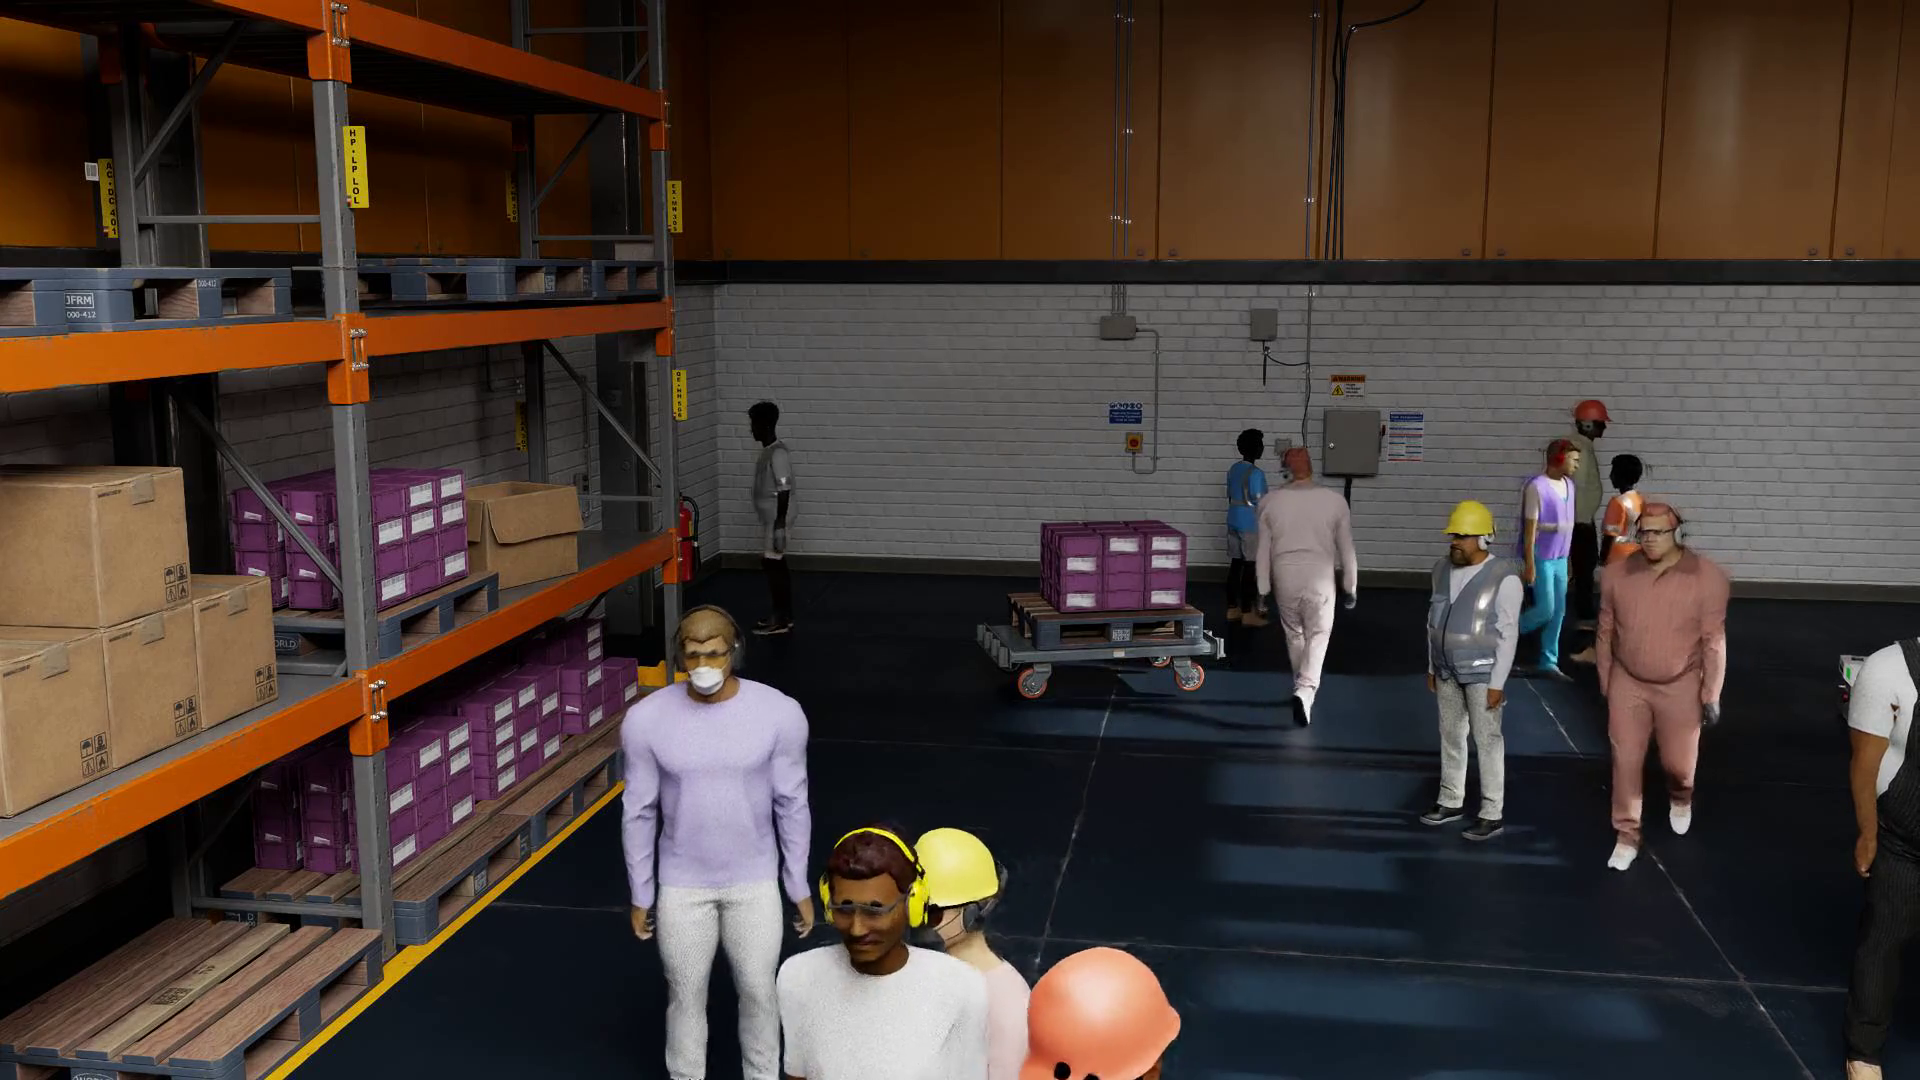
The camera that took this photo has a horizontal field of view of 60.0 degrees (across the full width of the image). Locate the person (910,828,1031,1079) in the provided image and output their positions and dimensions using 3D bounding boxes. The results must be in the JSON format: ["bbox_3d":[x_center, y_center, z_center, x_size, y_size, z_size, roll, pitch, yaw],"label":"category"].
[{"bbox_3d":[0.094,1.520,4.053,0.816,1.736,0.517,-6,11,-32],"label":"person"}]

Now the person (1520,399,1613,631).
[{"bbox_3d":[5.124,-0.204,13.962,0.719,1.974,0.624,5,10,26],"label":"person"}]

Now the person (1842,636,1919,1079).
[{"bbox_3d":[3.579,1.055,5.989,0.675,2.000,0.537,1,9,8],"label":"person"}]

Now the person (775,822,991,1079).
[{"bbox_3d":[-0.164,1.511,3.814,0.523,1.840,0.696,2,9,12],"label":"person"}]

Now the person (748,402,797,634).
[{"bbox_3d":[-1.557,-0.179,13.918,0.387,1.948,0.664,-2,9,-12],"label":"person"}]

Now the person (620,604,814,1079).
[{"bbox_3d":[-0.820,1.162,5.648,0.631,1.939,0.365,-1,9,-5],"label":"person"}]

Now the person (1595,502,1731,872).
[{"bbox_3d":[3.581,0.723,8.530,0.644,1.880,0.696,6,11,32],"label":"person"}]

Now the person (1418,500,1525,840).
[{"bbox_3d":[2.720,0.688,8.934,0.404,1.825,0.587,-6,11,-31],"label":"person"}]

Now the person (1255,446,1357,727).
[{"bbox_3d":[2.325,0.296,11.255,0.678,1.859,0.918,3,10,19],"label":"person"}]

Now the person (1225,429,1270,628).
[{"bbox_3d":[2.457,-0.104,14.197,0.316,1.696,0.540,-3,10,-18],"label":"person"}]

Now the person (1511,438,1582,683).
[{"bbox_3d":[4.305,0.144,12.316,0.570,1.816,0.528,-8,12,-40],"label":"person"}]

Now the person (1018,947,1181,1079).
[{"bbox_3d":[0.321,1.619,2.929,0.481,1.904,0.585,-7,12,-37],"label":"person"}]

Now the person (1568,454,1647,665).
[{"bbox_3d":[5.046,0.184,12.518,0.799,1.669,0.535,7,12,38],"label":"person"}]

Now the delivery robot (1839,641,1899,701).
[{"bbox_3d":[6.275,0.919,11.109,0.707,0.478,0.477,4,10,21],"label":"delivery robot"}]
